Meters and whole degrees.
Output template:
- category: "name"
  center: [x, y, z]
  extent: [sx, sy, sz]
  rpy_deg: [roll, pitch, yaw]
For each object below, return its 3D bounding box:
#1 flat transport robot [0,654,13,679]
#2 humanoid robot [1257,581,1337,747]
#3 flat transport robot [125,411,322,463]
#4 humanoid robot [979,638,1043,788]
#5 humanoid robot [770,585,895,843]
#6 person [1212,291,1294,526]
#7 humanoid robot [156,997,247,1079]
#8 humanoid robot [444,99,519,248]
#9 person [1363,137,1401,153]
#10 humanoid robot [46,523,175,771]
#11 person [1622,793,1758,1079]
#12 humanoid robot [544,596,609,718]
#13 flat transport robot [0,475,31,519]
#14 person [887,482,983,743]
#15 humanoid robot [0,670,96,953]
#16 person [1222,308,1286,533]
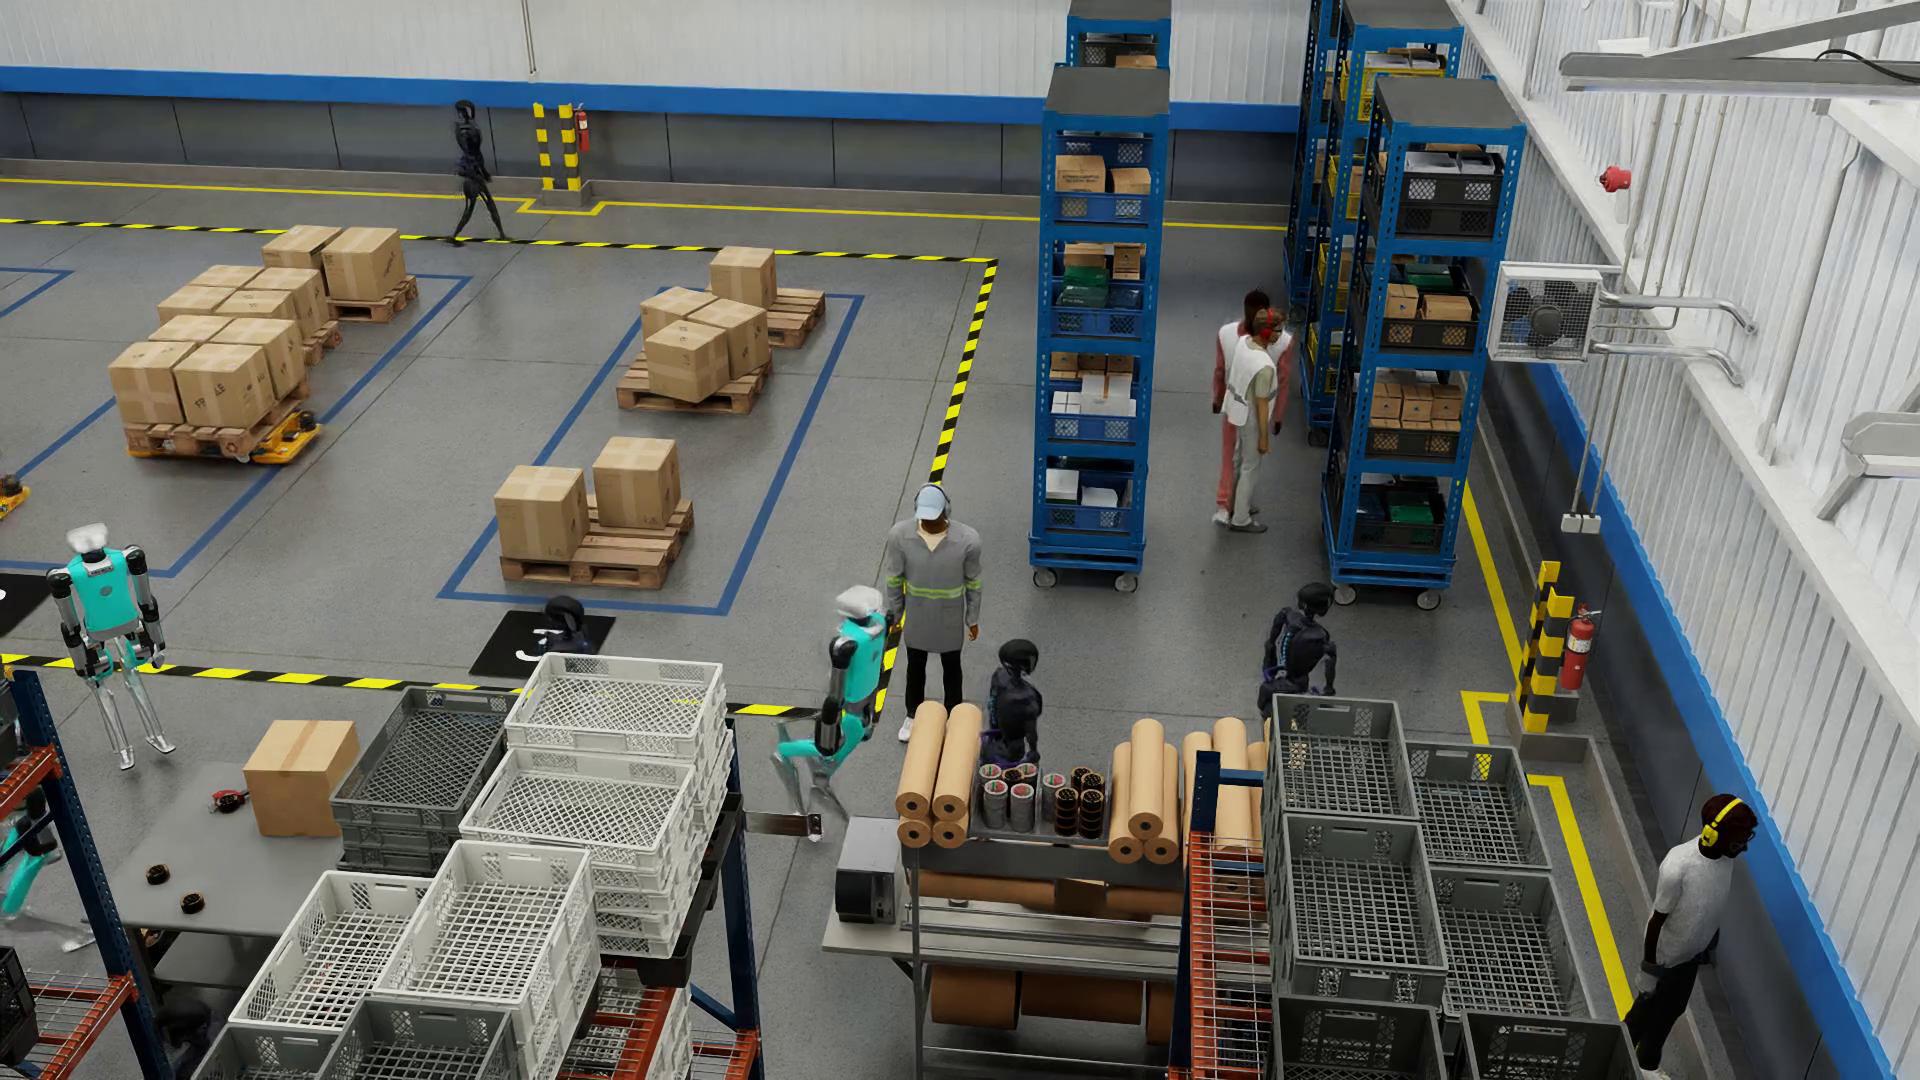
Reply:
- category: "flat transport robot"
  center: [-7.142, 0.969, 11.010]
  extent: [1.431, 0.231, 0.659]
  rpy_deg: [3, 30, 6]
- category: "humanoid robot"
  center: [1.928, 0.945, 9.660]
  extent: [0.428, 1.644, 0.616]
  rpy_deg: [-17, 34, -26]
- category: "flat transport robot"
  center: [-6.299, -0.920, 14.226]
  extent: [1.431, 0.197, 0.652]
  rpy_deg: [3, 30, 6]
- category: "humanoid robot"
  center: [0.214, 1.271, 9.124]
  extent: [0.700, 1.652, 0.600]
  rpy_deg: [-12, 32, -20]
- category: "humanoid robot"
  center: [-0.765, 1.009, 9.469]
  extent: [0.820, 1.766, 0.587]
  rpy_deg: [16, 34, 26]
- category: "person"
  center: [2.219, -1.012, 12.819]
  extent: [0.591, 1.865, 1.020]
  rpy_deg: [6, 31, 11]
- category: "humanoid robot"
  center: [-2.926, 2.506, 6.976]
  extent: [0.480, 1.647, 0.604]
  rpy_deg: [-6, 31, -9]
- category: "humanoid robot"
  center: [-5.359, -4.010, 18.210]
  extent: [0.769, 1.639, 0.589]
  rpy_deg: [-2, 30, -3]
- category: "person"
  center: [4.566, -3.973, 17.917]
  extent: [0.509, 1.860, 0.319]
  rpy_deg: [21, 36, 32]
- category: "humanoid robot"
  center: [-5.159, 0.577, 10.089]
  extent: [0.533, 1.677, 0.735]
  rpy_deg: [-22, 37, -33]
- category: "person"
  center: [3.369, 1.936, 7.774]
  extent: [0.510, 1.858, 0.332]
  rpy_deg: [-16, 34, -26]
- category: "humanoid robot"
  center: [-2.117, 1.019, 9.527]
  extent: [0.569, 1.647, 0.600]
  rpy_deg: [3, 30, 5]
- category: "flat transport robot"
  center: [-8.260, -0.322, 13.199]
  extent: [1.431, 0.197, 0.652]
  rpy_deg: [3, 30, 6]
- category: "person"
  center: [-0.162, 0.466, 10.300]
  extent: [0.590, 1.851, 0.400]
  rpy_deg: [4, 30, 7]
- category: "humanoid robot"
  center: [-5.074, 1.569, 8.542]
  extent: [0.915, 1.784, 0.542]
  rpy_deg: [-23, 37, -34]
- category: "person"
  center: [2.217, -0.907, 12.680]
  extent: [0.407, 1.832, 0.569]
  rpy_deg: [-5, 31, -8]
